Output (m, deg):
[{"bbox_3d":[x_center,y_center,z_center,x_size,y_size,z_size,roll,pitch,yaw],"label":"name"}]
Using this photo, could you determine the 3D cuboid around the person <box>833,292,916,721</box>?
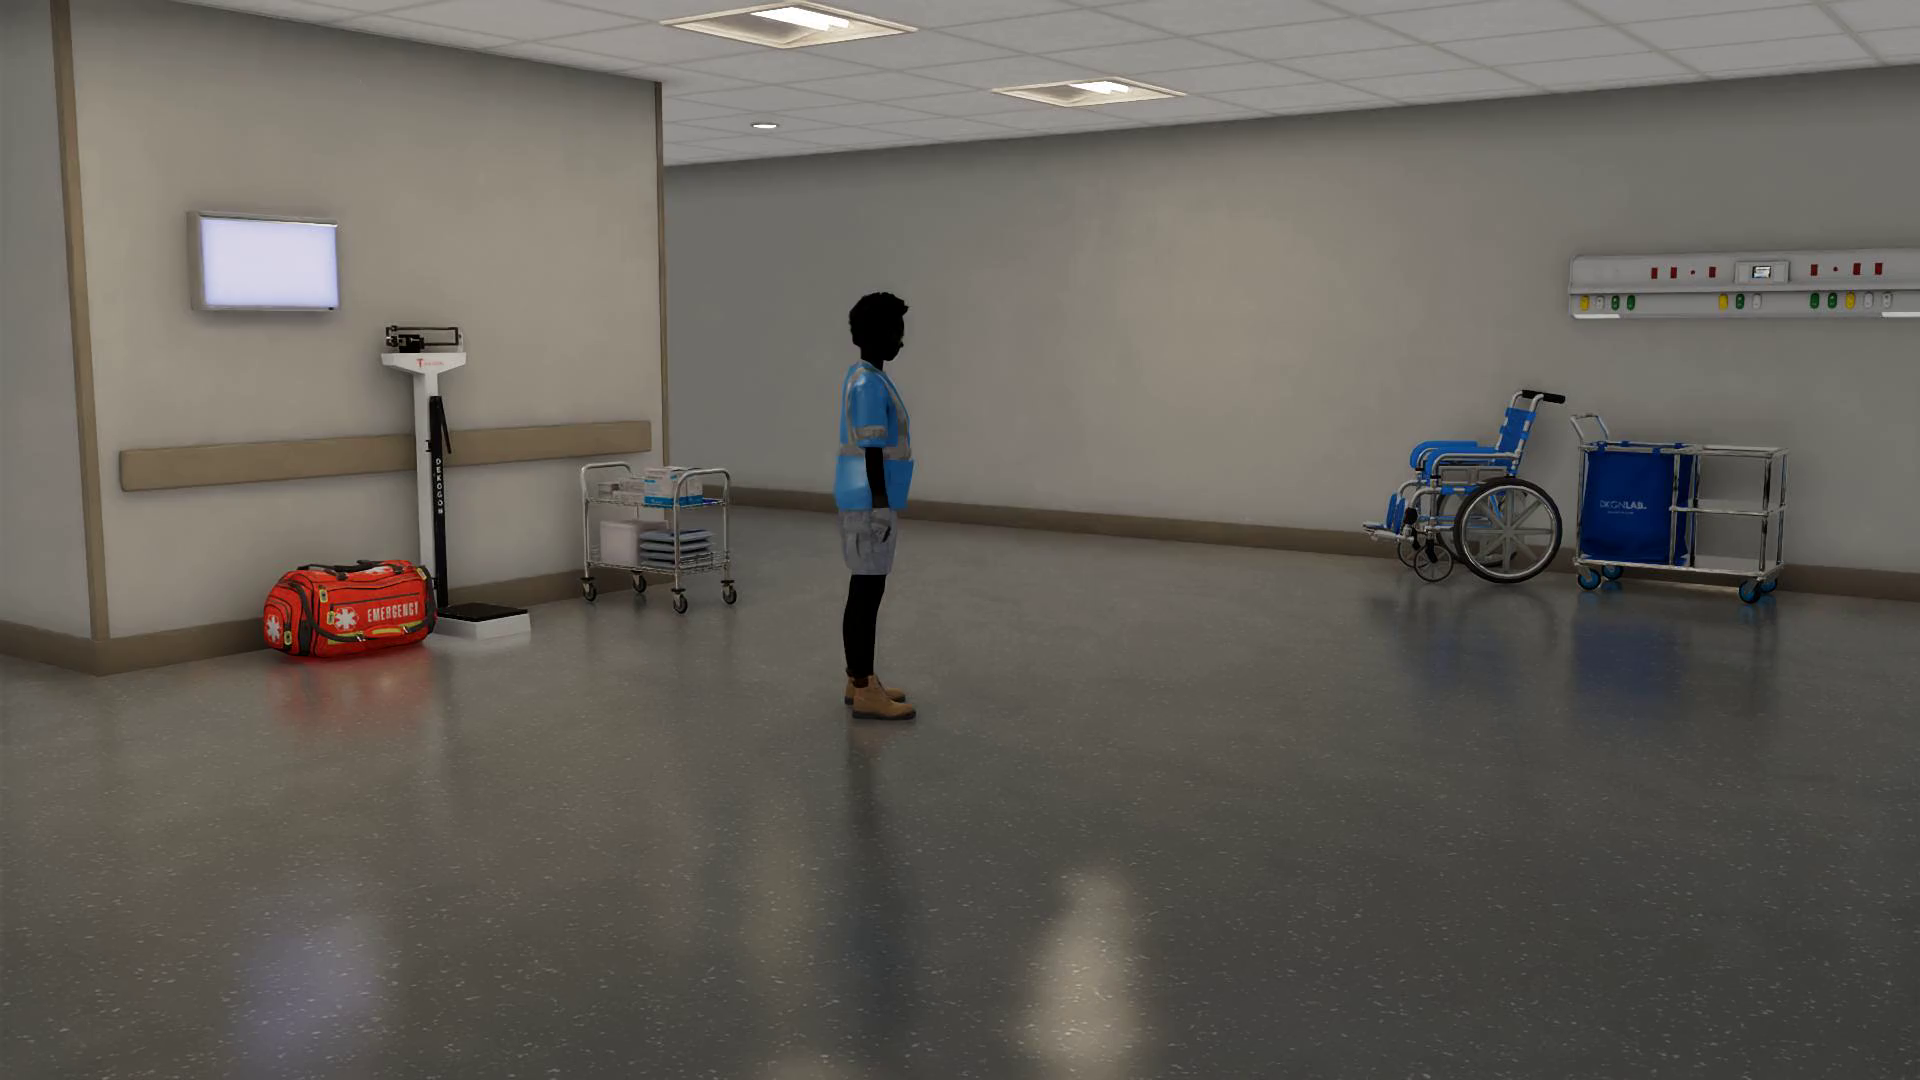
[{"bbox_3d":[-0.344,-0.138,6.646,0.319,1.693,0.532,-1,7,-7],"label":"person"}]
